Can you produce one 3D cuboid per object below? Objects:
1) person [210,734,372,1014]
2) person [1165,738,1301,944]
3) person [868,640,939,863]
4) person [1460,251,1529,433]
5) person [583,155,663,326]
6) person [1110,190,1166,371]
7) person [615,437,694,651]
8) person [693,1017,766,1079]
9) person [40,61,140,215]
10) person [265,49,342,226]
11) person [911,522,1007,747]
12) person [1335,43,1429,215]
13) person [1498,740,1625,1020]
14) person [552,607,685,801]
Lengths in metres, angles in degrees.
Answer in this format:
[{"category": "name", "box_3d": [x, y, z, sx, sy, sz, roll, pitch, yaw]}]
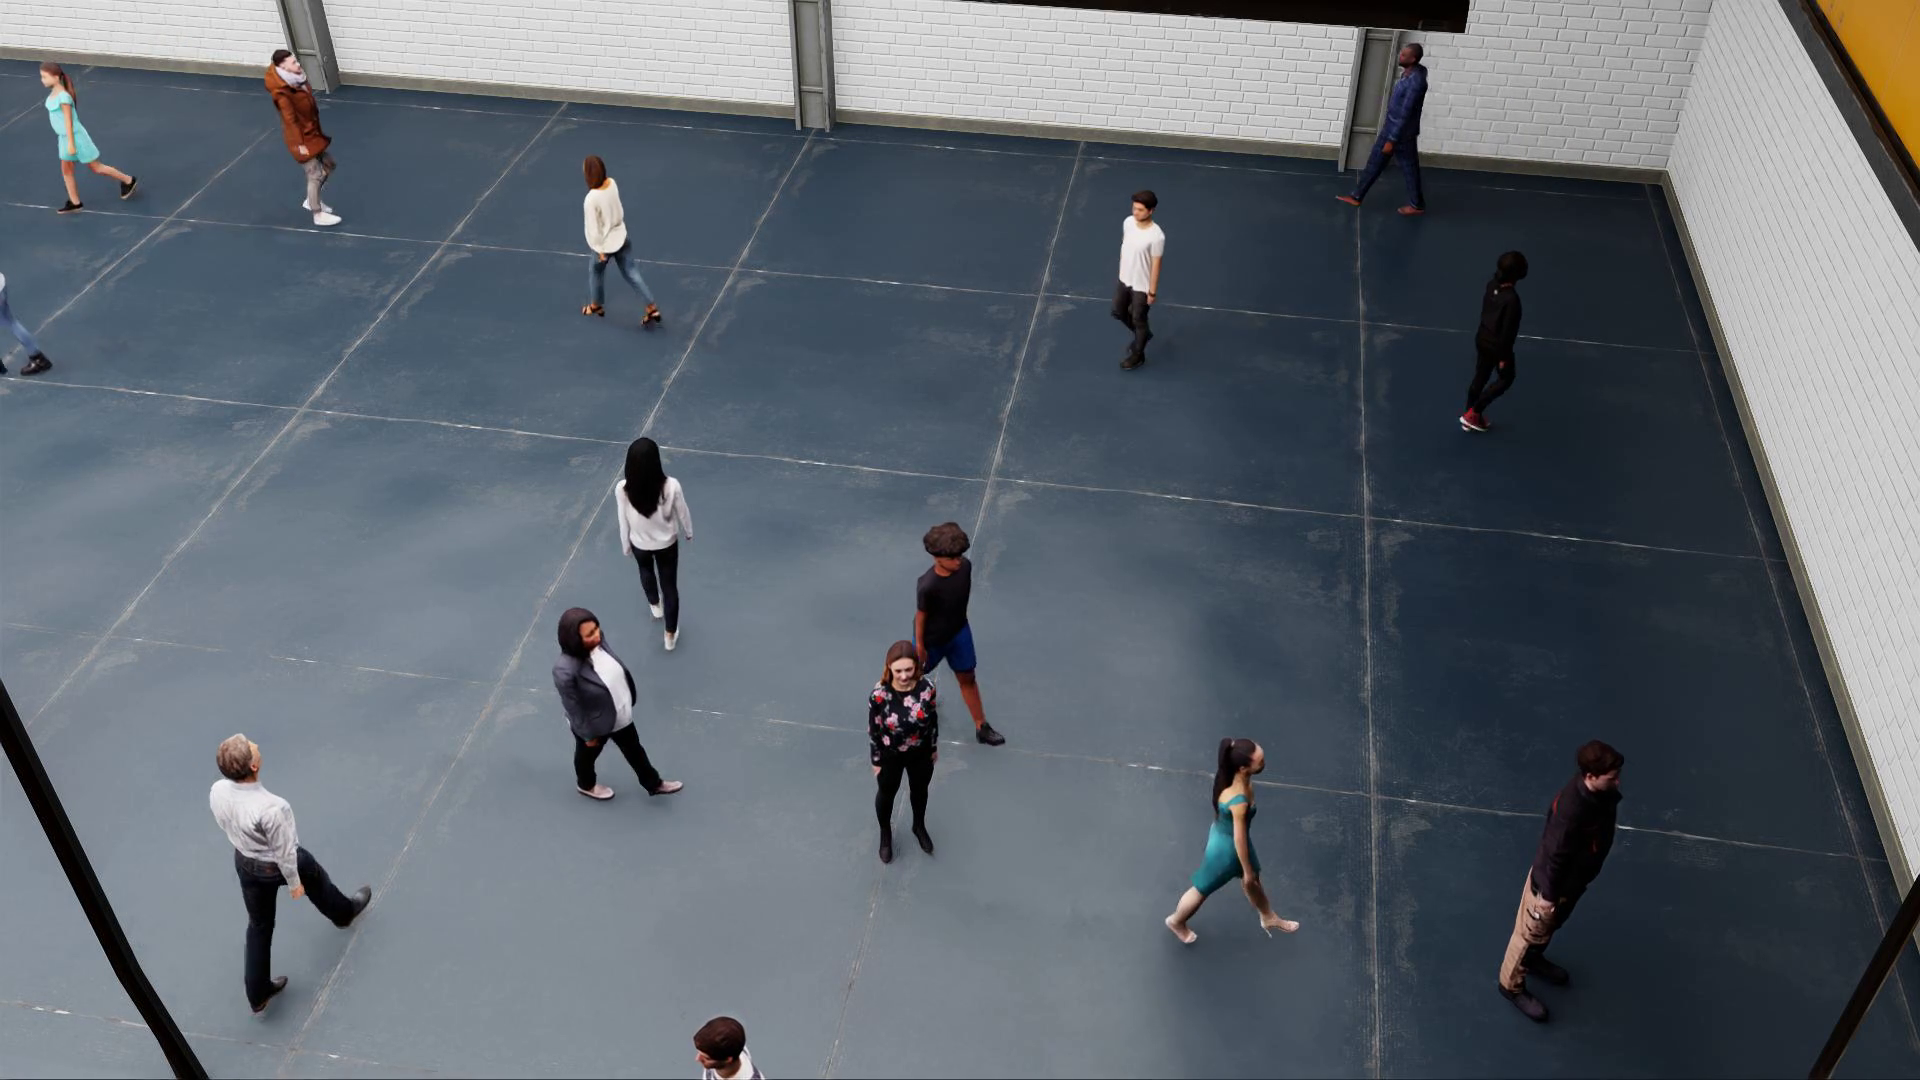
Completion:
[{"category": "person", "box_3d": [-3.855, 1.839, 9.171, 1.208, 1.774, 0.891, 14, 41, 17]}, {"category": "person", "box_3d": [1.426, 1.741, 9.396, 1.005, 1.647, 0.614, 4, 39, 5]}, {"category": "person", "box_3d": [-0.335, 1.252, 9.979, 0.578, 1.683, 0.703, -9, 40, -12]}, {"category": "person", "box_3d": [4.286, -1.573, 13.531, 0.735, 1.664, 0.715, -10, 40, -13]}, {"category": "person", "box_3d": [-3.051, -2.643, 14.890, 1.140, 1.640, 0.856, 19, 42, 22]}, {"category": "person", "box_3d": [1.598, -2.278, 14.377, 0.850, 1.712, 0.787, -25, 45, -28]}, {"category": "person", "box_3d": [-2.109, 0.067, 11.463, 0.826, 1.682, 0.811, -3, 39, -4]}, {"category": "person", "box_3d": [-1.005, 2.840, 7.859, 0.749, 1.847, 0.706, -21, 43, -24]}, {"category": "person", "box_3d": [-8.847, -4.062, 16.756, 1.016, 1.530, 1.053, -31, 48, -33]}, {"category": "person", "box_3d": [-6.538, -3.953, 16.383, 0.828, 1.824, 0.815, -5, 39, -6]}, {"category": "person", "box_3d": [-0.170, 0.548, 10.814, 1.085, 1.742, 1.172, -26, 45, -29]}, {"category": "person", "box_3d": [4.471, -4.024, 16.516, 1.144, 1.769, 0.715, 5, 39, 6]}, {"category": "person", "box_3d": [3.286, 1.812, 9.084, 0.777, 1.925, 0.789, 27, 46, 30]}, {"category": "person", "box_3d": [-2.317, 1.049, 10.327, 0.978, 1.566, 0.769, 12, 40, 15]}]
